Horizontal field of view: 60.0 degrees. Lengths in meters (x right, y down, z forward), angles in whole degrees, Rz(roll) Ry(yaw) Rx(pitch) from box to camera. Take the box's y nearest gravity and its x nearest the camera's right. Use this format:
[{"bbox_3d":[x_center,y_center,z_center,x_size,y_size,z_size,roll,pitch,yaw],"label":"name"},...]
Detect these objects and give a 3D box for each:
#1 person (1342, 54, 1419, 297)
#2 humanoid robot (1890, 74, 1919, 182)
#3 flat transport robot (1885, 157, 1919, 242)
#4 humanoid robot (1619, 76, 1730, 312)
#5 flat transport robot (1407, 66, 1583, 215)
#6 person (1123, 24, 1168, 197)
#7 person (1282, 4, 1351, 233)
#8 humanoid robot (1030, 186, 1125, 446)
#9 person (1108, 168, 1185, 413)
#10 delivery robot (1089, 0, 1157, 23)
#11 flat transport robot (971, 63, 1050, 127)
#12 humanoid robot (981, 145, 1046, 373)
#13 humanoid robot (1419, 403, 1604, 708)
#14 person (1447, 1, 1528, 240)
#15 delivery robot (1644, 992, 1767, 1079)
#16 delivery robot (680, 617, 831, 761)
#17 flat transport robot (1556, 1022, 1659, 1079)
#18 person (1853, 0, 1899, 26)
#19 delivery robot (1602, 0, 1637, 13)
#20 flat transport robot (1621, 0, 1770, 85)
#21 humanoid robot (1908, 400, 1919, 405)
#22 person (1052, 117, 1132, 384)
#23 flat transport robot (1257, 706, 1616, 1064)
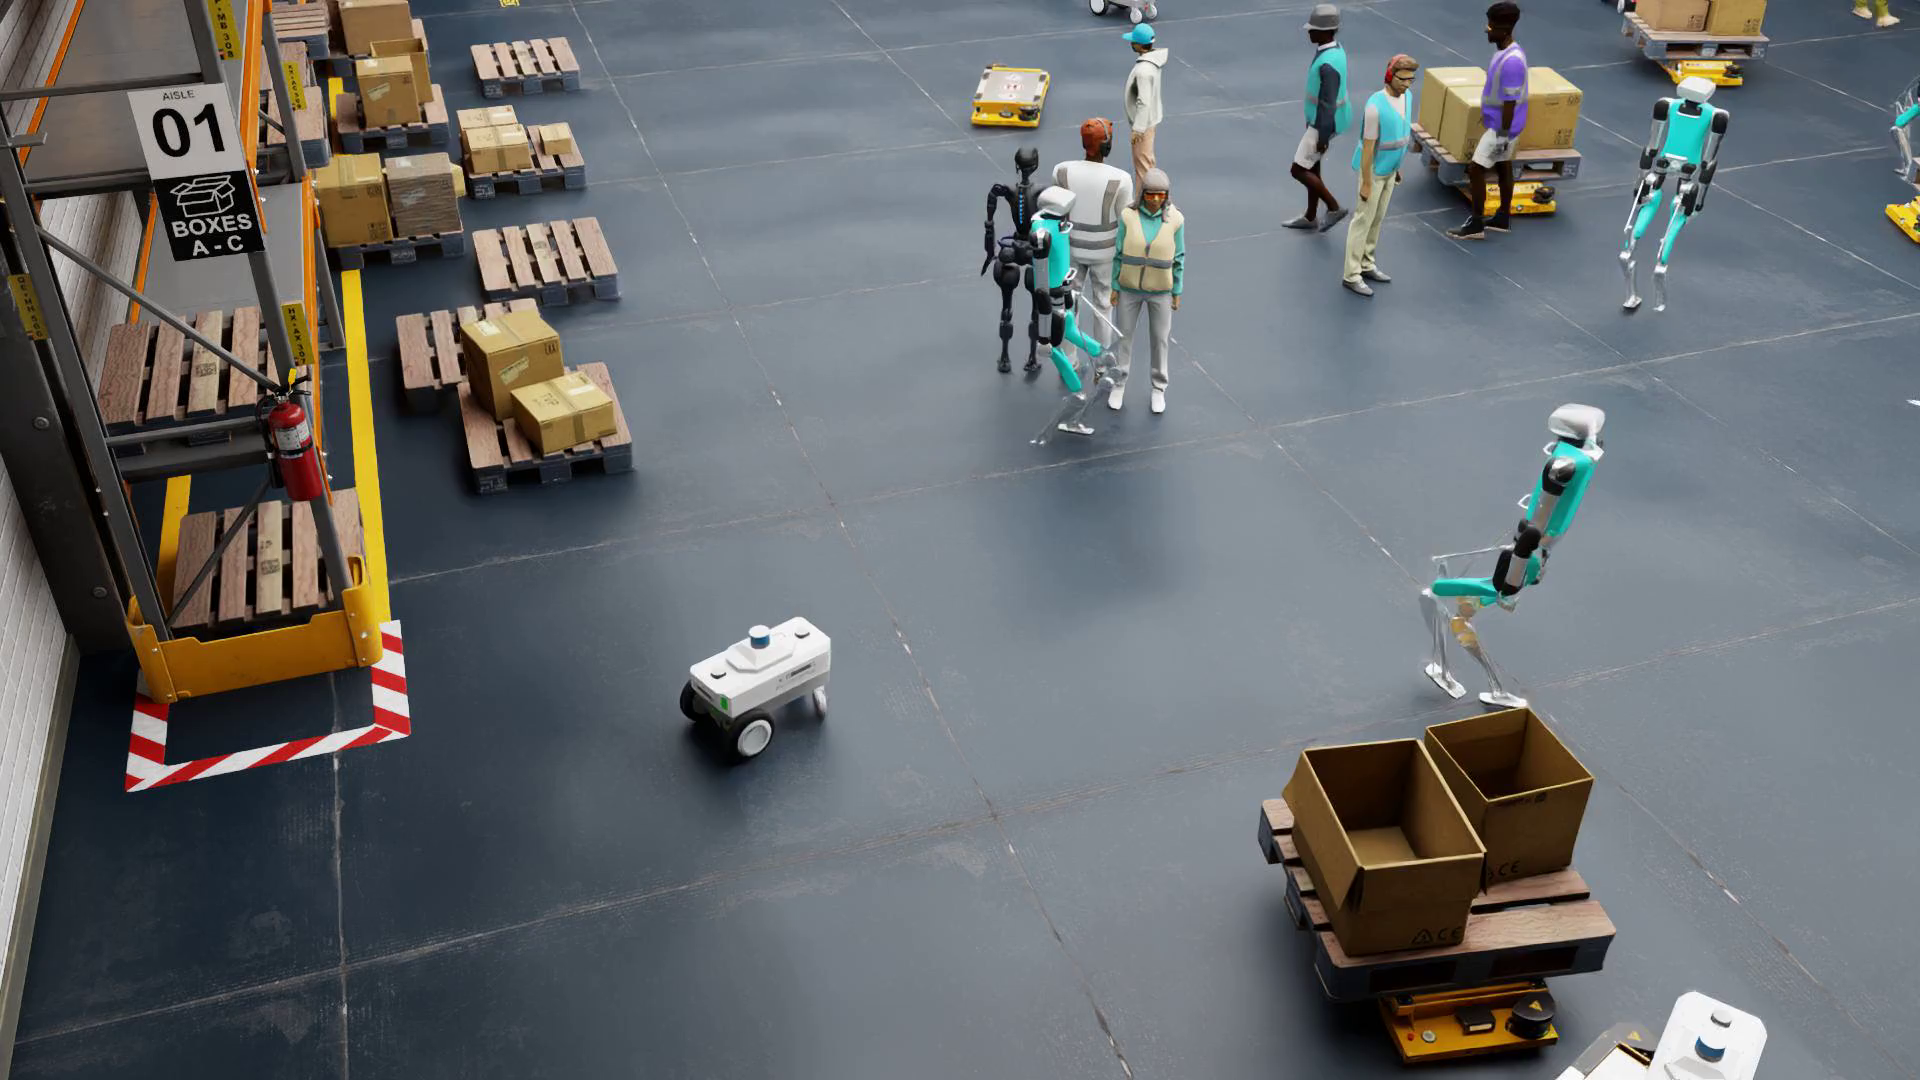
[{"bbox_3d":[3.205,-2.810,12.732,0.394,1.837,0.562,24,40,32],"label":"person"},{"bbox_3d":[8.523,-4.050,14.709,0.551,1.778,0.667,-15,36,-22],"label":"humanoid robot"},{"bbox_3d":[8.656,-2.683,13.973,1.431,0.231,0.659,2,33,3],"label":"flat transport robot"},{"bbox_3d":[5.187,-2.470,12.309,0.540,1.810,0.670,23,39,31],"label":"humanoid robot"},{"bbox_3d":[4.714,-3.259,14.856,0.659,0.231,1.431,-4,33,-6],"label":"flat transport robot"},{"bbox_3d":[1.503,-3.468,13.891,0.371,1.673,0.463,7,34,11],"label":"person"},{"bbox_3d":[2.951,-3.411,13.577,0.467,1.920,0.573,6,34,9],"label":"person"},{"bbox_3d":[0.778,-1.349,10.607,0.738,1.812,0.545,10,34,15],"label":"humanoid robot"},{"bbox_3d":[1.246,-1.667,11.101,0.472,1.706,0.369,5,33,8],"label":"person"},{"bbox_3d":[1.922,-6.368,19.361,0.499,0.592,0.774,-28,42,-35],"label":"delivery robot"},{"bbox_3d":[0.519,-4.475,16.721,0.659,0.231,1.431,4,33,6],"label":"flat transport robot"},{"bbox_3d":[0.432,-1.944,11.547,0.599,1.654,0.331,7,34,11],"label":"humanoid robot"},{"bbox_3d":[2.700,0.043,8.422,0.800,1.740,0.594,26,41,34],"label":"humanoid robot"},{"bbox_3d":[4.353,-3.397,13.554,0.604,1.936,0.629,6,34,9],"label":"person"},{"bbox_3d":[2.794,2.128,6.349,0.499,0.613,0.796,20,38,28],"label":"delivery robot"},{"bbox_3d":[-1.029,0.726,8.493,0.777,0.606,0.514,-25,41,-33],"label":"delivery robot"},{"bbox_3d":[2.365,2.392,6.190,1.431,0.231,0.659,-26,41,-33],"label":"flat transport robot"},{"bbox_3d":[10.644,-6.757,18.825,0.529,1.802,0.896,-10,34,-15],"label":"person"},{"bbox_3d":[7.939,-6.592,19.715,0.499,0.603,0.803,3,33,5],"label":"delivery robot"},{"bbox_3d":[7.789,-5.163,17.778,0.659,0.231,1.431,1,33,2],"label":"flat transport robot"},{"bbox_3d":[7.017,-1.526,10.875,0.958,1.769,0.545,17,37,24],"label":"humanoid robot"},{"bbox_3d":[0.894,-1.966,11.397,0.585,1.881,0.342,12,35,17],"label":"person"},{"bbox_3d":[2.009,1.653,7.323,0.659,0.231,1.431,-5,33,-7],"label":"flat transport robot"}]
